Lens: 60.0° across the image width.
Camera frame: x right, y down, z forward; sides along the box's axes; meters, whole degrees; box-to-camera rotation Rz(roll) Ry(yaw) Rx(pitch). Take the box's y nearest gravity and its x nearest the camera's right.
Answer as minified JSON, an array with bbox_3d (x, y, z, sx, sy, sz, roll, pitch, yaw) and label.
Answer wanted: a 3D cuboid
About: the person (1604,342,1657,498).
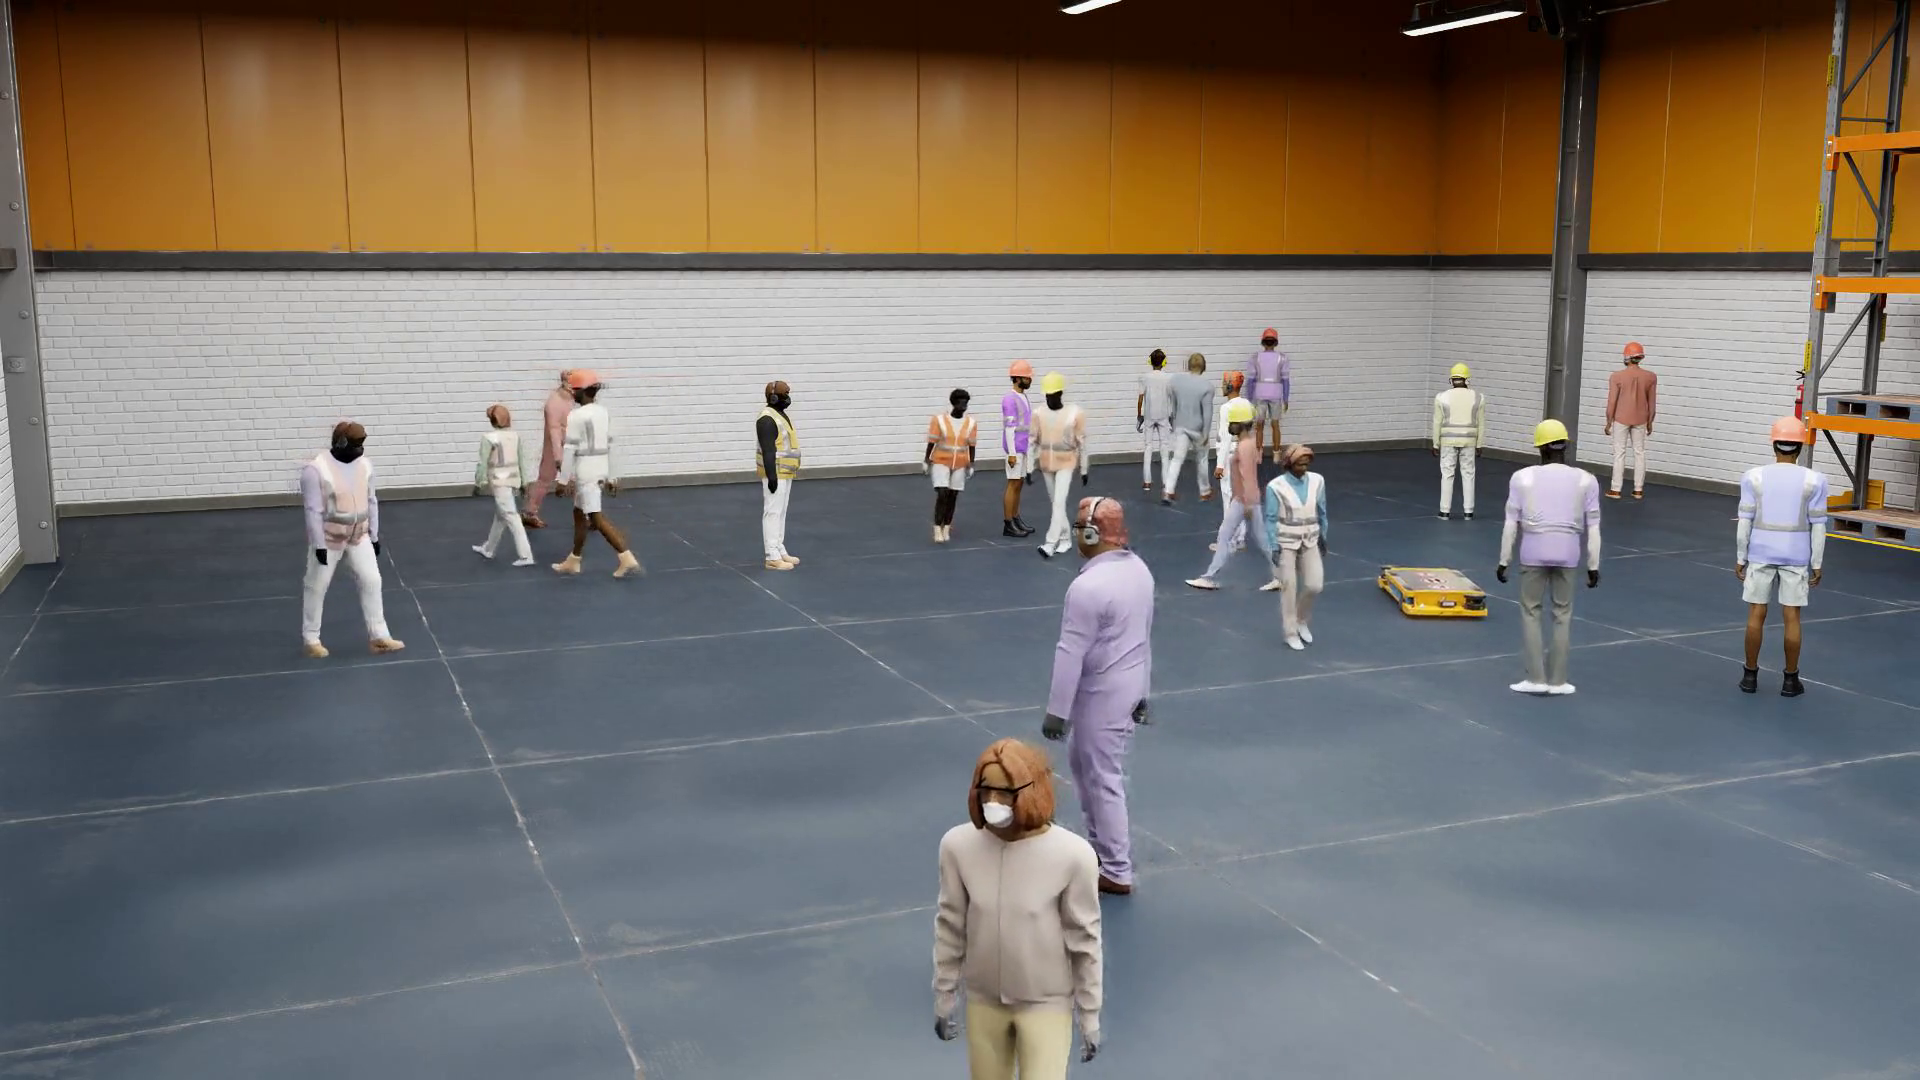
[{"bbox_3d":[8.529,-1.511,21.184,0.626,2.002,0.411,0,9,1],"label":"person"}]

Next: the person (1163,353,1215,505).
[{"bbox_3d":[2.863,-1.376,20.670,0.646,1.898,1.034,6,11,34],"label":"person"}]

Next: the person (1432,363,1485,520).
[{"bbox_3d":[5.793,-1.137,19.372,0.592,1.829,0.404,1,9,8],"label":"person"}]

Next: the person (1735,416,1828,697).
[{"bbox_3d":[5.654,0.113,11.476,0.551,1.934,0.363,5,11,29],"label":"person"}]

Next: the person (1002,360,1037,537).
[{"bbox_3d":[0.660,-1.003,18.236,0.367,1.934,0.553,3,10,19],"label":"person"}]

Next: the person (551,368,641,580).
[{"bbox_3d":[-3.458,-0.620,15.737,1.014,2.008,0.620,3,10,18],"label":"person"}]

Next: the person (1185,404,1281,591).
[{"bbox_3d":[2.576,-0.376,15.107,0.931,1.714,0.528,3,10,17],"label":"person"}]

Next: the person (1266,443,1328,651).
[{"bbox_3d":[2.591,0.053,12.768,0.547,1.616,0.386,-3,10,-17],"label":"person"}]

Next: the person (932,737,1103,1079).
[{"bbox_3d":[0.155,1.364,4.828,0.524,1.622,0.357,4,10,25],"label":"person"}]

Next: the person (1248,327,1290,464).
[{"bbox_3d":[4.619,-2.156,24.909,0.614,2.039,0.395,2,10,11],"label":"person"}]

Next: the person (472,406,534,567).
[{"bbox_3d":[-4.556,-0.534,16.464,0.900,1.582,0.513,4,10,25],"label":"person"}]

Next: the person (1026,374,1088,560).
[{"bbox_3d":[0.946,-0.742,16.858,0.599,1.862,0.996,5,11,29],"label":"person"}]

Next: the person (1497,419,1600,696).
[{"bbox_3d":[4.073,0.125,11.513,0.658,1.905,0.451,1,9,7],"label":"person"}]

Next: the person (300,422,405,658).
[{"bbox_3d":[-4.639,0.007,12.586,0.740,1.794,0.643,7,12,35],"label":"person"}]

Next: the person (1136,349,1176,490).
[{"bbox_3d":[2.593,-1.586,21.977,0.533,1.868,0.310,2,10,10],"label":"person"}]

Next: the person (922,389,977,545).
[{"bbox_3d":[-0.084,-0.771,17.672,0.583,1.653,0.655,-3,10,-18],"label":"person"}]

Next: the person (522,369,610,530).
[{"bbox_3d":[-4.481,-1.000,18.603,1.076,1.826,0.646,3,10,18],"label":"person"}]

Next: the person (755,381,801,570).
[{"bbox_3d":[-1.773,-0.639,16.315,0.429,1.844,0.622,1,9,7],"label":"person"}]

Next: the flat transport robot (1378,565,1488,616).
[{"bbox_3d":[4.124,0.434,14.561,0.652,0.197,1.431,1,9,4],"label":"flat transport robot"}]

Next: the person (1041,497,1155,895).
[{"bbox_3d":[0.603,0.735,7.868,0.584,1.889,0.647,5,10,27],"label":"person"}]

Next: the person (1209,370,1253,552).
[{"bbox_3d":[2.821,-0.819,17.288,0.355,1.882,0.575,6,11,32],"label":"person"}]
